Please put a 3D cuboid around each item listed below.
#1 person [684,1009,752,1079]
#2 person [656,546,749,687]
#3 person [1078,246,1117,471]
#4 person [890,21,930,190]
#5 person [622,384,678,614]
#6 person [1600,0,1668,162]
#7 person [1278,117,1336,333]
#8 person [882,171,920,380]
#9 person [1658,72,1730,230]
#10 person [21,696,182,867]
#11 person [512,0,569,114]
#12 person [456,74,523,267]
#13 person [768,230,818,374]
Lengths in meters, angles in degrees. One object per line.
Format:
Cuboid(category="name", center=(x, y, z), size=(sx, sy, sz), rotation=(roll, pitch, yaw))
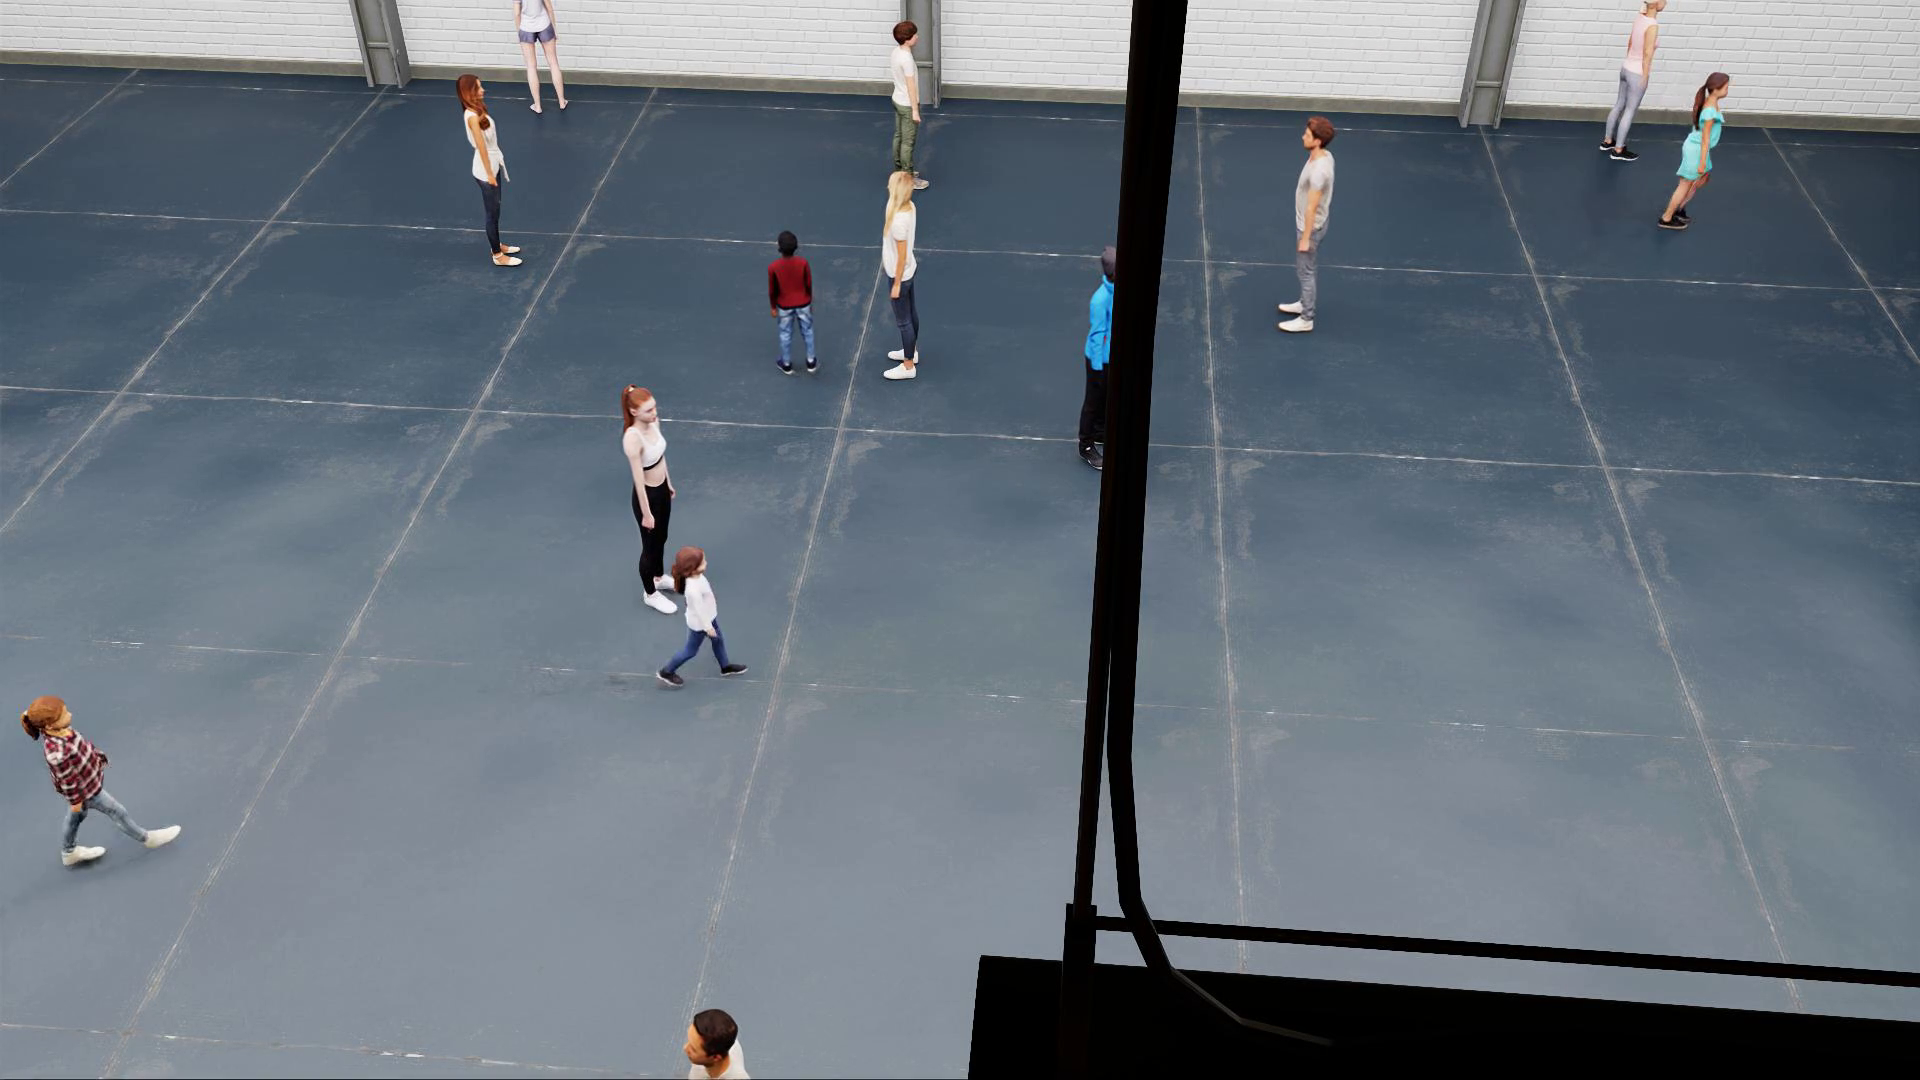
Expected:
Cuboid(category="person", center=(-1.022, 2.672, 7.420), size=(0.731, 1.812, 0.730), rotation=(-17, 42, -20))
Cuboid(category="person", center=(-1.735, 0.506, 10.711), size=(0.826, 1.092, 0.504), rotation=(-2, 39, -2))
Cuboid(category="person", center=(1.087, -1.402, 12.539), size=(0.702, 1.792, 0.697), rotation=(22, 44, 26))
Cuboid(category="person", center=(-0.529, -4.242, 16.205), size=(0.660, 1.654, 0.647), rotation=(-13, 41, -16))
Cuboid(category="person", center=(-2.079, -0.291, 11.188), size=(0.551, 1.742, 0.618), rotation=(9, 39, 11))
Cuboid(category="person", center=(6.783, -4.700, 16.722), size=(0.571, 1.726, 0.598), rotation=(-3, 39, -4))
Cuboid(category="person", center=(2.966, -2.653, 14.023), size=(0.566, 1.894, 0.670), rotation=(5, 39, 7))
Cuboid(category="person", center=(-0.462, -2.148, 13.459), size=(0.481, 1.809, 0.603), rotation=(4, 39, 5))
Cuboid(category="person", center=(6.800, -3.623, 15.517), size=(0.599, 1.545, 0.575), rotation=(7, 39, 8))
Cuboid(category="person", center=(-5.072, 1.393, 9.455), size=(0.964, 1.273, 0.803), rotation=(-16, 41, -19))
Cuboid(category="person", center=(-4.488, -5.396, 17.561), size=(0.620, 1.766, 0.727), rotation=(-14, 41, -17))
Cuboid(category="person", center=(-4.264, -3.328, 14.956), size=(0.614, 1.785, 0.639), rotation=(-7, 39, -9))
Cuboid(category="person", center=(-1.372, -1.953, 13.663), size=(0.508, 1.250, 0.624), rotation=(-8, 39, -10))
